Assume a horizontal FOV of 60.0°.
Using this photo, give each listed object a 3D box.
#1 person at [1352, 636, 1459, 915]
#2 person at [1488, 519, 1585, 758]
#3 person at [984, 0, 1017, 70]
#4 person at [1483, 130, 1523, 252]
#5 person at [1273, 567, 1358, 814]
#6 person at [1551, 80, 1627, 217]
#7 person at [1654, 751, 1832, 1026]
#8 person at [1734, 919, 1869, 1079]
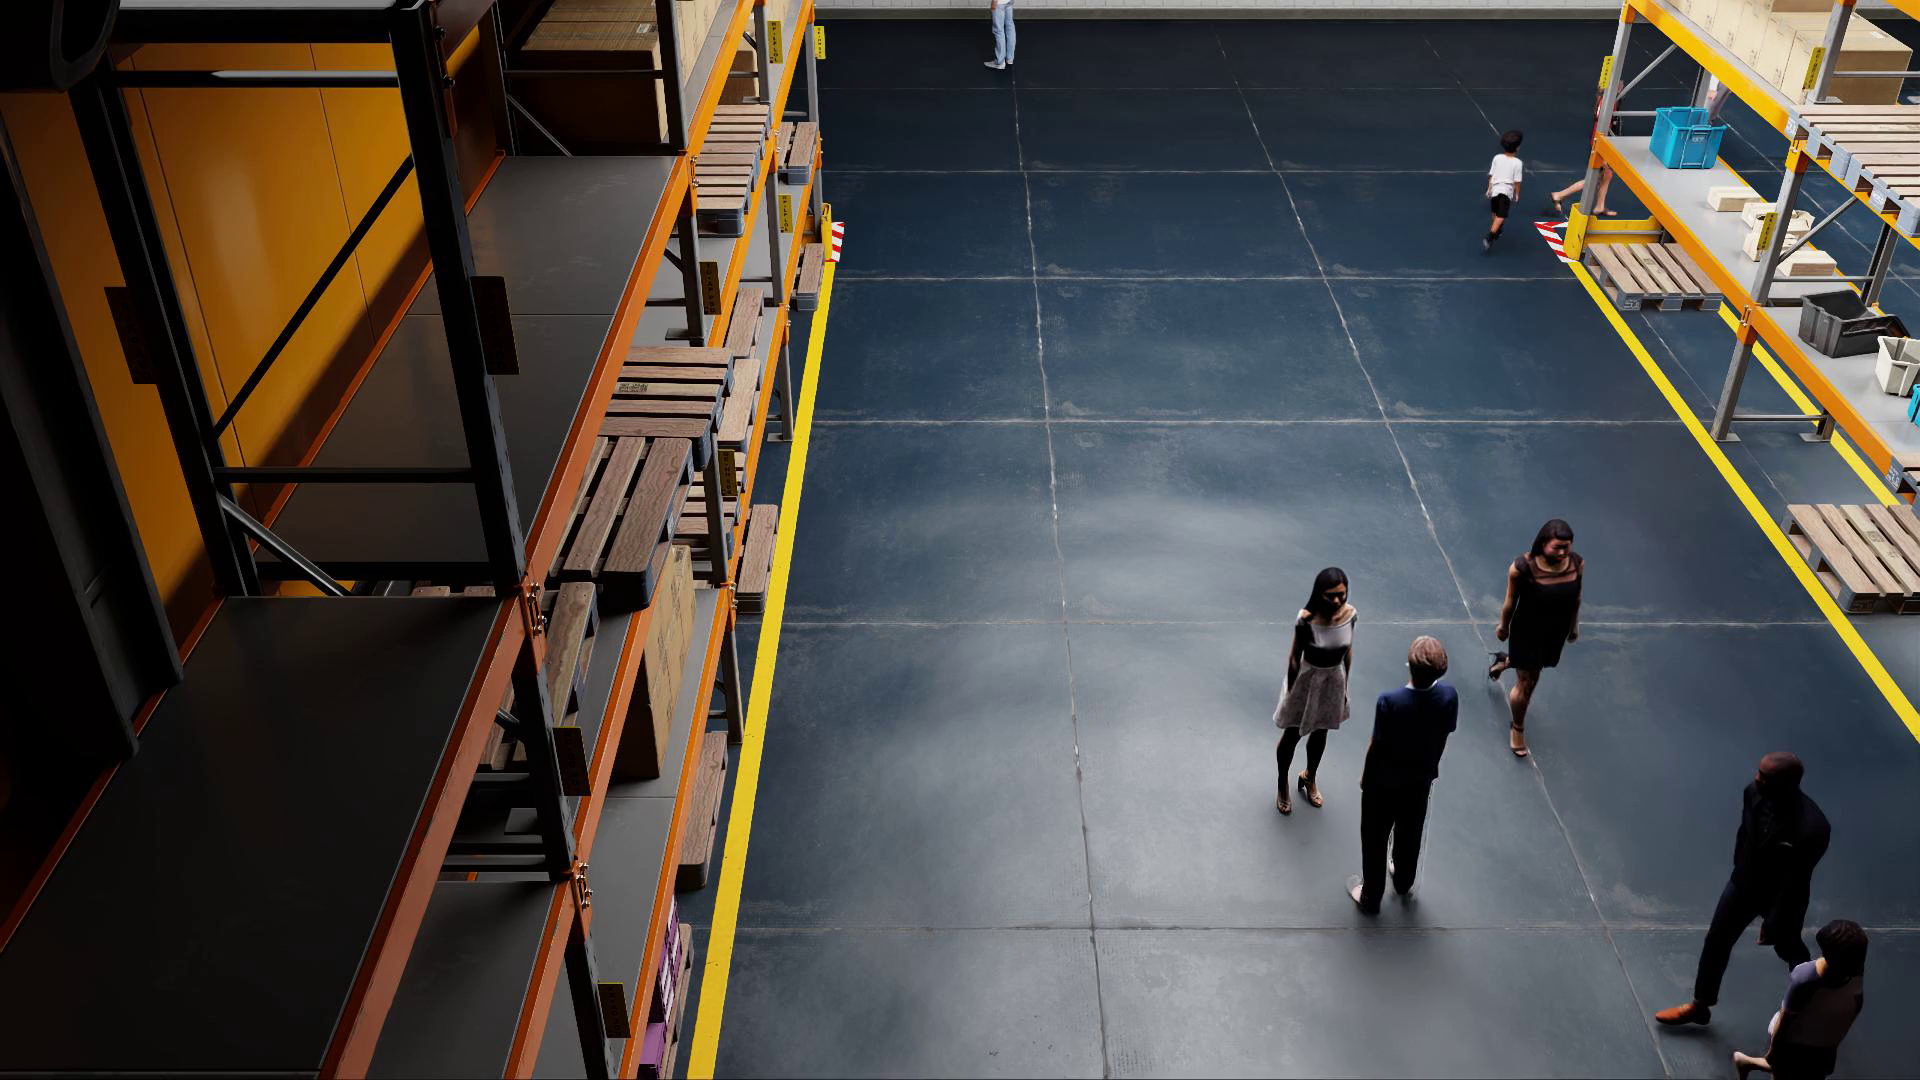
[{"bbox_3d":[2.517,1.323,9.444,0.724,1.882,0.705,-7,34,-10],"label":"person"},{"bbox_3d":[3.702,0.551,10.778,0.791,1.690,1.082,-7,34,-10],"label":"person"},{"bbox_3d":[0.583,-7.347,22.501,0.820,1.867,0.707,20,38,27],"label":"person"},{"bbox_3d":[5.705,-3.677,17.547,0.809,1.239,0.927,24,40,31],"label":"person"},{"bbox_3d":[2.168,0.919,10.149,0.711,1.775,0.714,-8,34,-12],"label":"person"},{"bbox_3d":[6.925,-4.257,18.153,0.726,1.534,0.958,6,34,9],"label":"person"},{"bbox_3d":[4.317,1.873,8.724,1.063,1.764,1.194,-15,37,-22],"label":"person"},{"bbox_3d":[4.099,2.386,8.145,0.731,1.549,0.892,-11,35,-16],"label":"person"}]
